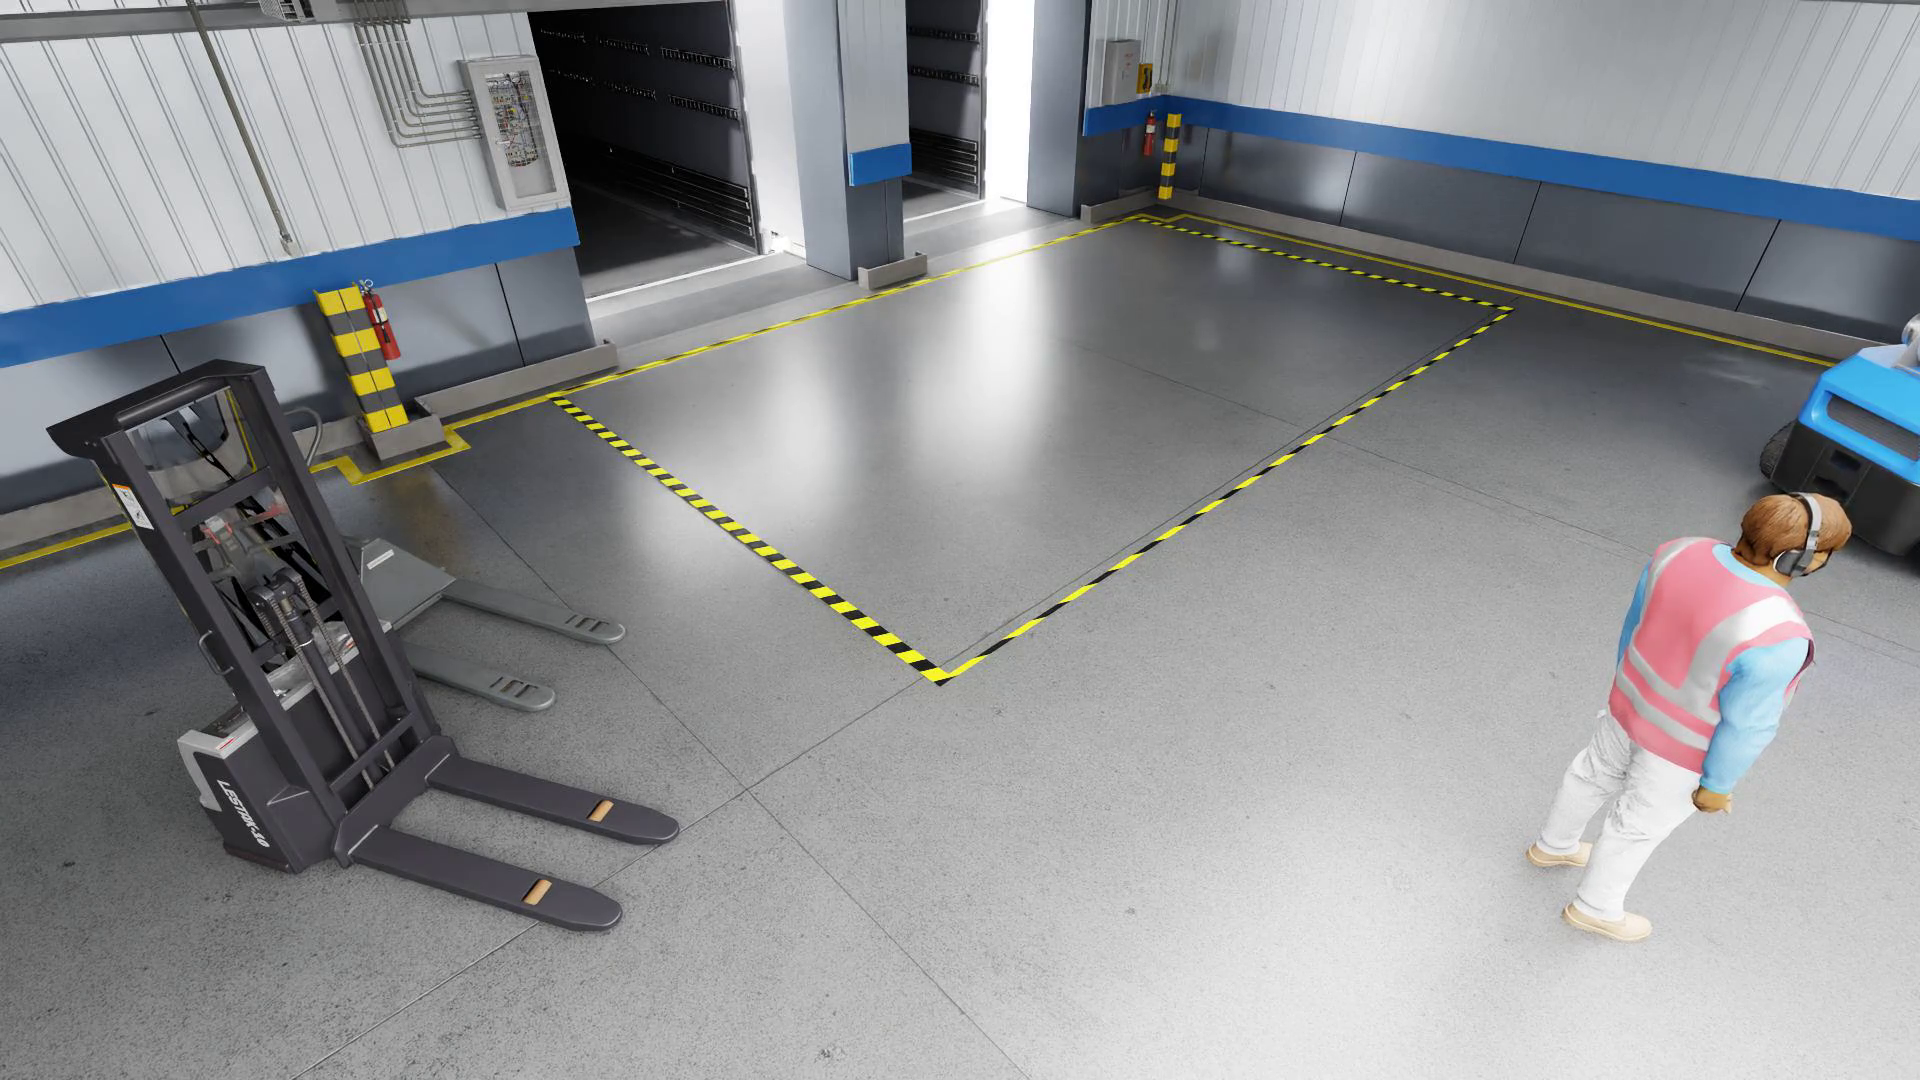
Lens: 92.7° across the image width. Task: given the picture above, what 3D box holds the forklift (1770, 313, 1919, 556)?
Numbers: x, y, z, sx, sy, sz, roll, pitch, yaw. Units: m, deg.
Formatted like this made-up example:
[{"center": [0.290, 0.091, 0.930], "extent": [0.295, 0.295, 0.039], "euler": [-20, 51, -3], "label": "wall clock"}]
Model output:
[{"center": [6.577, -1.045, 5.194], "extent": [2.680, 2.036, 1.157], "euler": [-3, 34, -5], "label": "forklift"}]

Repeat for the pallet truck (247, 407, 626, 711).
[{"center": [-2.628, 0.038, 4.590], "extent": [1.601, 1.201, 0.680], "euler": [12, 36, 18], "label": "pallet truck"}]

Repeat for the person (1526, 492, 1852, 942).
[{"center": [2.477, 0.640, 3.170], "extent": [0.430, 1.845, 0.620], "euler": [2, 34, 3], "label": "person"}]

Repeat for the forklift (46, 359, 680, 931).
[{"center": [-2.135, 0.422, 3.354], "extent": [1.885, 1.965, 0.823], "euler": [10, 35, 14], "label": "forklift"}]
